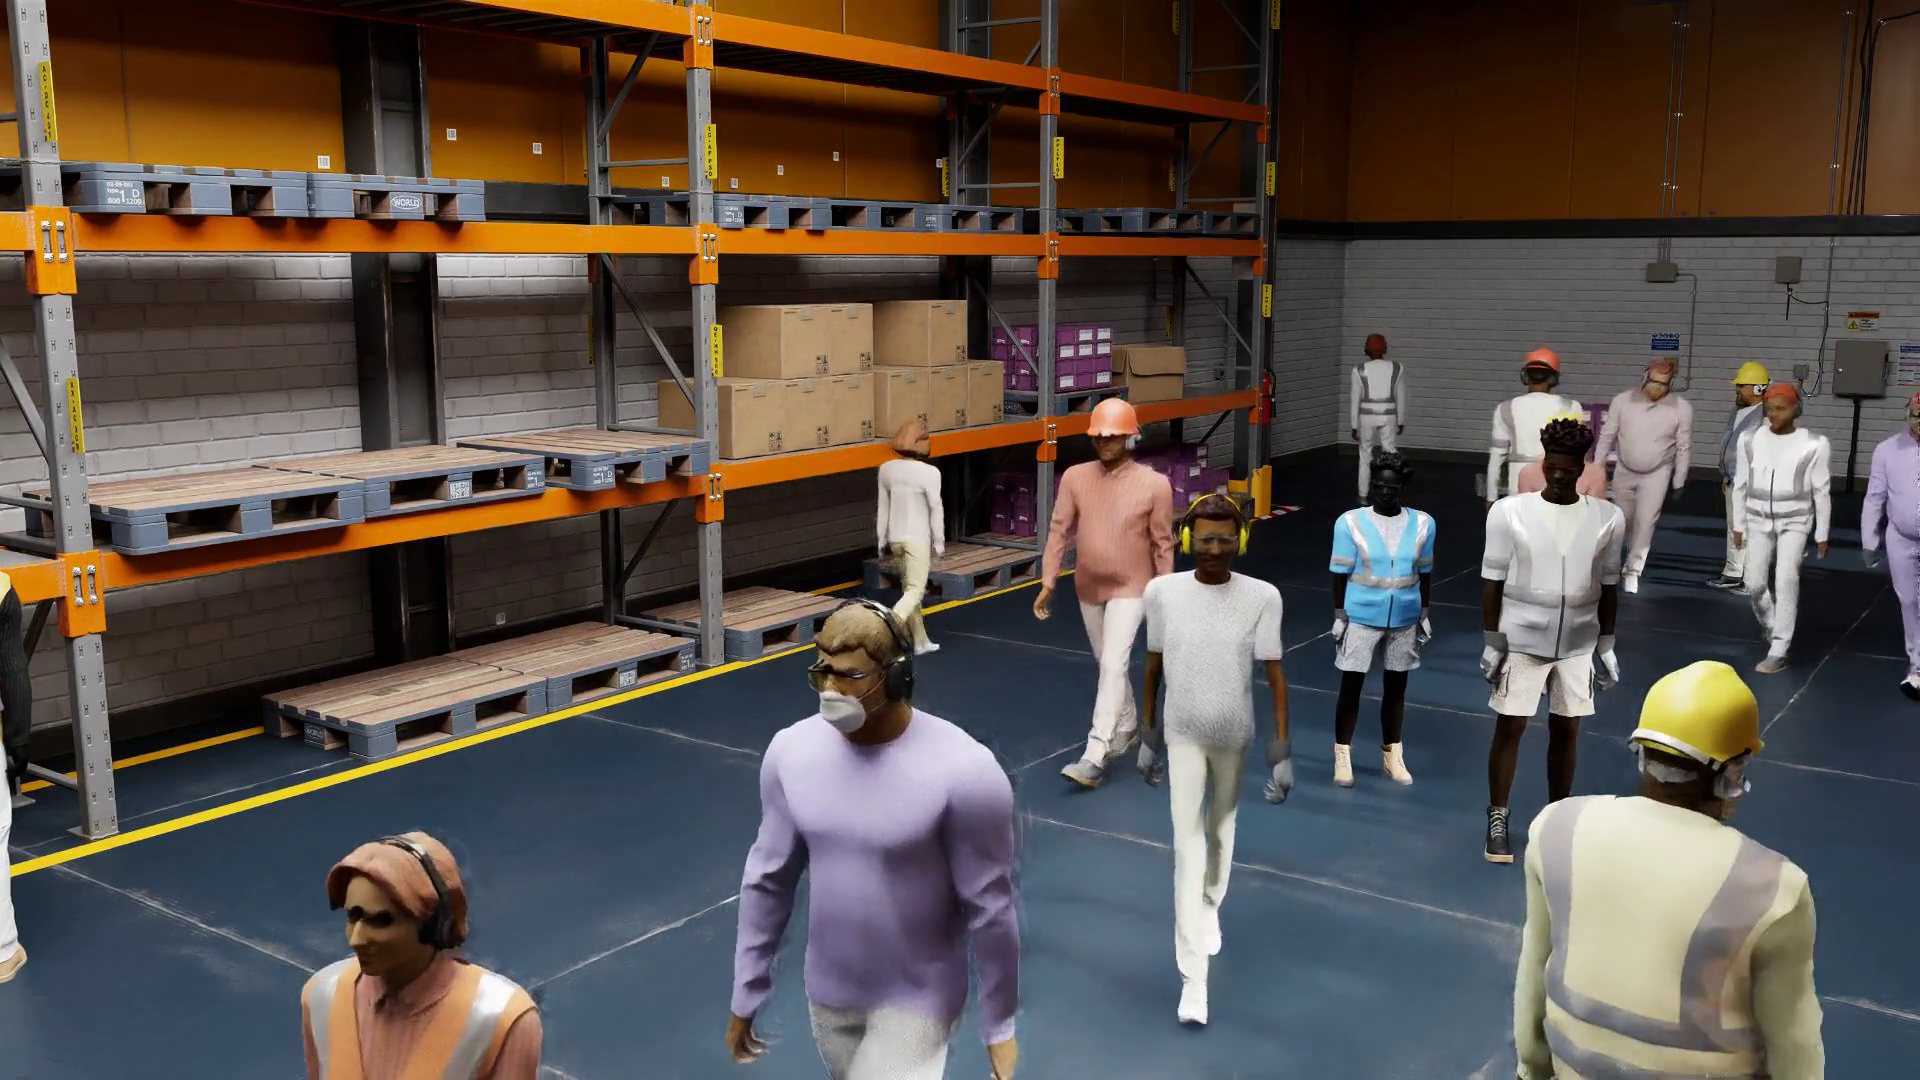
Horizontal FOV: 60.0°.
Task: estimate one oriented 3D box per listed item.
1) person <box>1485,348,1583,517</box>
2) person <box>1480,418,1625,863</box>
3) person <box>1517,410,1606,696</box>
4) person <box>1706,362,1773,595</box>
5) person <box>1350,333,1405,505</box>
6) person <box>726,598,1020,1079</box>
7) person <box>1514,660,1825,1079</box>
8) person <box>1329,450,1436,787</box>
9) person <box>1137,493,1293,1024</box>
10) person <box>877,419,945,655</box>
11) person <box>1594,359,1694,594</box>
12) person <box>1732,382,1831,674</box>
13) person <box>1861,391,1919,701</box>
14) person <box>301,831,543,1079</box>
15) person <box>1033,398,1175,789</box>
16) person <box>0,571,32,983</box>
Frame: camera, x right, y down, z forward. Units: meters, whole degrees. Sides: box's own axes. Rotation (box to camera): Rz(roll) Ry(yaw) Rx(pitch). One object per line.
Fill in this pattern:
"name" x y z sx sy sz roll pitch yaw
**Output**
"person" 4.031 -0.329 11.675 0.689 2.014 0.560 6 11 32
"person" 2.567 0.441 7.248 0.602 1.961 0.371 1 10 3
"person" 3.708 0.041 10.318 0.519 1.730 0.864 3 10 19
"person" 6.213 -0.486 13.154 0.404 1.830 0.603 -1 10 -6
"person" 4.441 -1.263 17.684 0.604 1.863 0.794 1 10 7
"person" -0.234 1.062 3.772 0.655 1.879 1.032 6 11 33
"person" 1.481 1.144 3.494 0.442 1.812 0.616 -8 13 -40
"person" 2.107 0.392 8.316 0.537 1.698 0.321 -1 10 -3
"person" 0.918 0.727 5.992 0.544 1.817 1.002 1 10 7
"person" -0.355 0.020 10.821 0.510 1.607 0.765 7 12 37
"person" 5.504 -0.538 13.393 0.719 1.861 0.847 7 12 35
"person" 5.317 -0.097 10.733 0.595 1.868 0.620 9 13 43
"person" 5.767 0.030 10.012 0.996 1.850 0.659 -9 13 -44
"person" -0.981 1.323 2.984 0.512 1.617 0.679 2 10 15
"person" 0.753 0.248 8.486 0.629 1.941 1.052 6 11 31
"person" -3.683 0.719 5.992 0.619 1.836 0.431 -5 11 -26
